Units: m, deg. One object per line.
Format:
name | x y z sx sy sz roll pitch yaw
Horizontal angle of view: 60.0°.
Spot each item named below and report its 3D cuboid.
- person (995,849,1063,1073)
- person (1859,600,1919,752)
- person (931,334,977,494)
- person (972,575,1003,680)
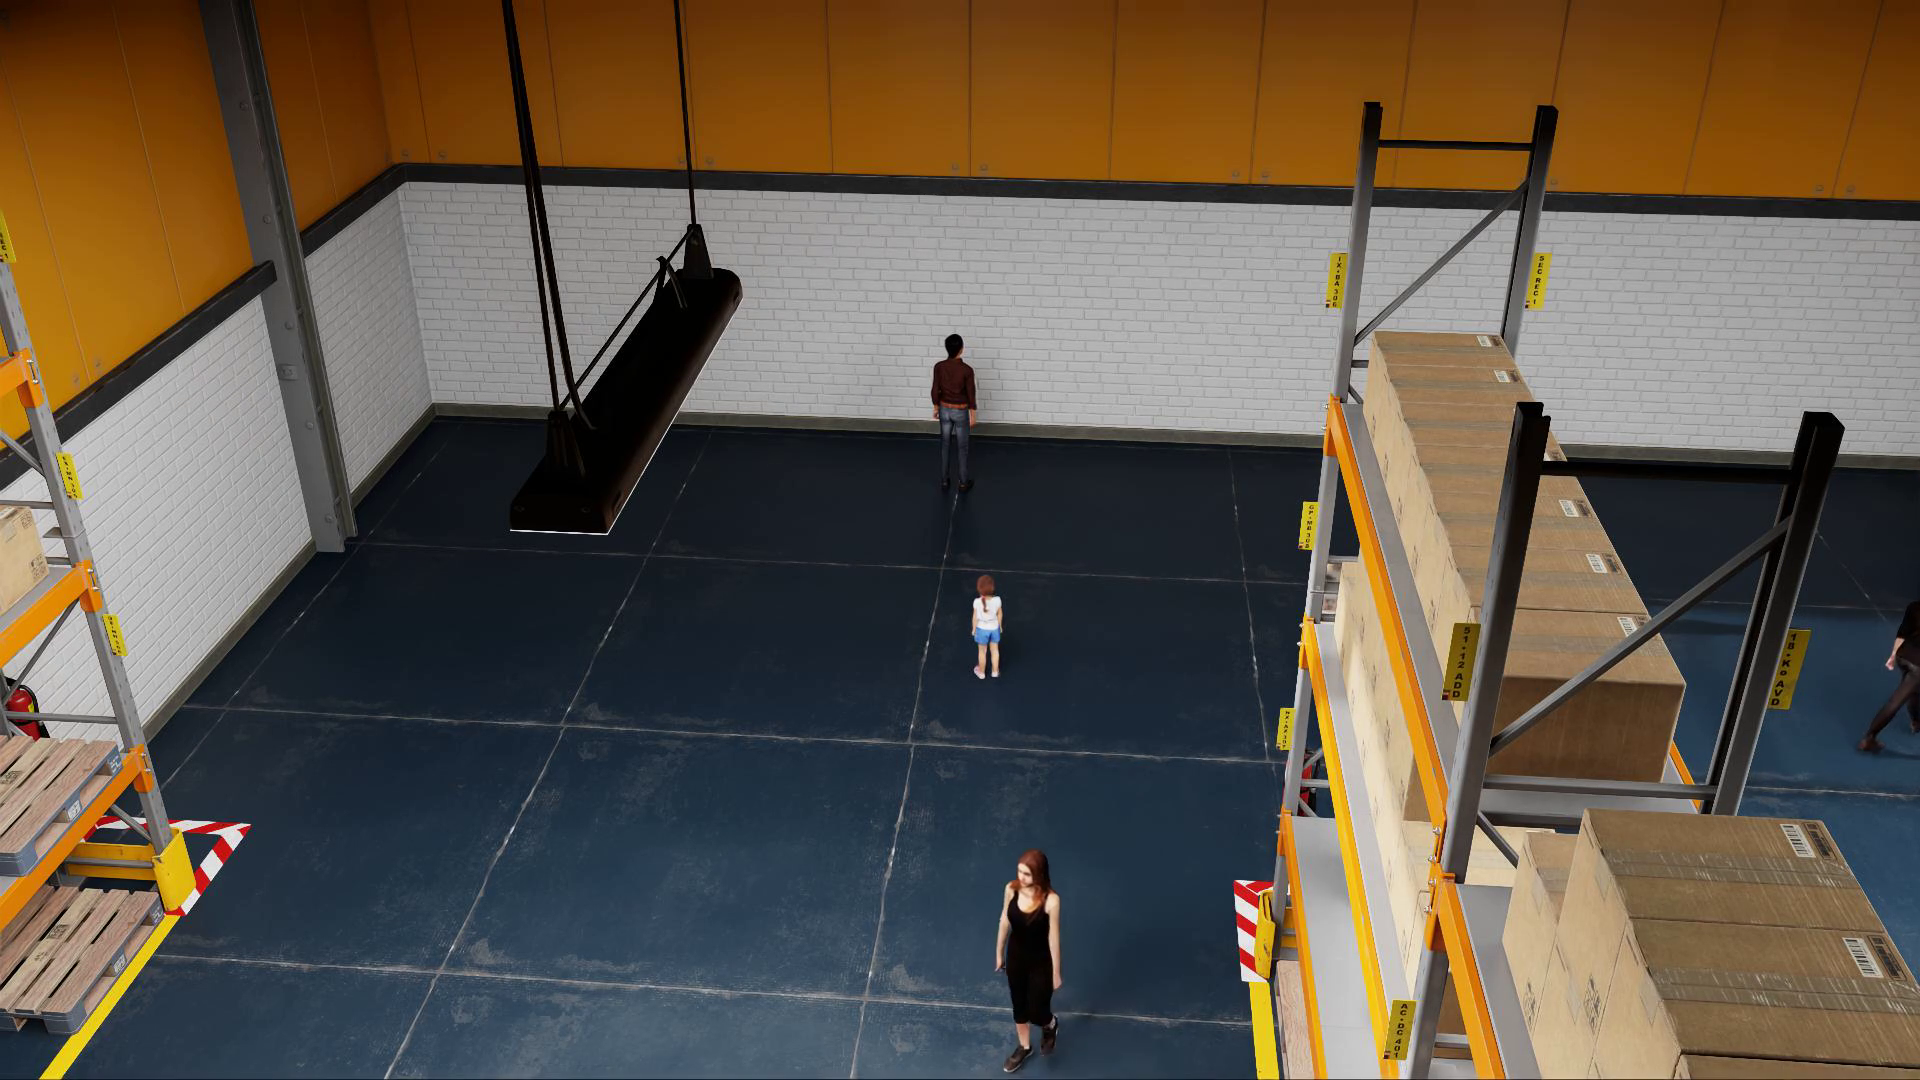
person | 0.499 2.625 10.542 0.753 1.718 0.809 18 33 29
person | 7.728 1.048 13.559 0.892 1.597 1.074 -9 30 -15
person | -0.064 -1.356 17.775 0.689 1.780 0.603 10 30 17
person | 0.241 0.767 14.679 0.459 1.019 0.475 -4 29 -8
